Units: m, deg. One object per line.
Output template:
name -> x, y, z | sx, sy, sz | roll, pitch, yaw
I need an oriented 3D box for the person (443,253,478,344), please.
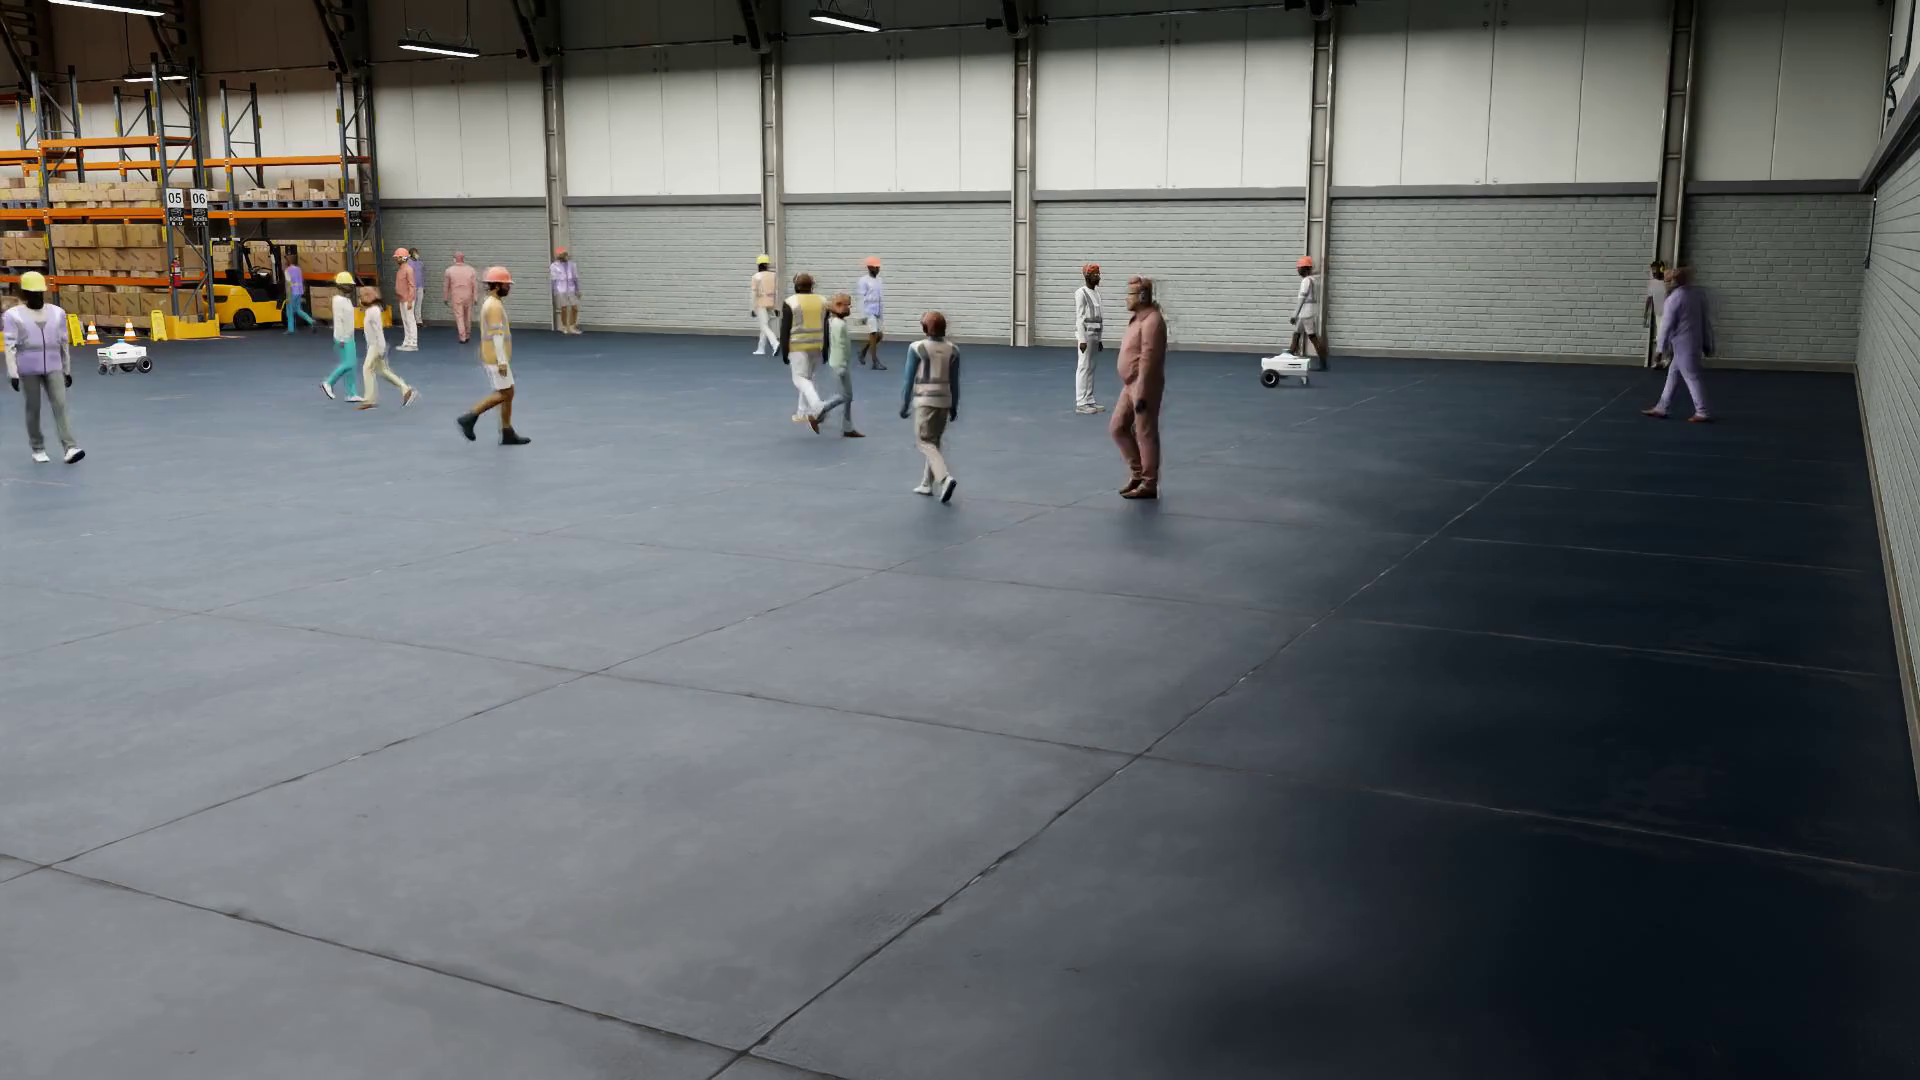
person -> -10.440, -5.050, 34.759 | 0.666, 1.858, 0.960 | -5, 11, -24

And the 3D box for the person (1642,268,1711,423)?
person -> 8.673, -2.339, 20.058 | 0.656, 1.835, 0.962 | -10, 14, -42

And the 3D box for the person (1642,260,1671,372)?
person -> 11.538, -3.672, 27.356 | 0.821, 1.822, 0.537 | -6, 12, -30

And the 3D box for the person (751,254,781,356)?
person -> -3.609, -4.380, 31.025 | 0.852, 1.902, 0.593 | 10, 14, 43

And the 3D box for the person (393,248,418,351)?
person -> -10.800, -4.679, 32.378 | 0.379, 1.996, 0.609 | -8, 13, -37

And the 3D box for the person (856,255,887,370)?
person -> -1.504, -3.805, 27.831 | 0.671, 1.920, 0.550 | 8, 13, 38

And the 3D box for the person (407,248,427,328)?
person -> -13.270, -6.132, 40.473 | 0.357, 1.938, 0.636 | 5, 12, 26

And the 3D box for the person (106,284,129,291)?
person -> -20.059, -5.916, 39.586 | 0.458, 1.823, 0.649 | 5, 11, 25

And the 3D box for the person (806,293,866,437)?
person -> -1.370, -1.918, 18.370 | 0.582, 1.613, 0.503 | -1, 10, -4

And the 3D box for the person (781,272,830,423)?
person -> -1.804, -2.265, 19.747 | 0.621, 1.819, 0.803 | -8, 13, -36

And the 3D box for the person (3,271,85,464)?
person -> -8.954, -1.664, 16.239 | 0.961, 1.876, 0.619 | 10, 14, 43

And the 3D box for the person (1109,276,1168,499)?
person -> 1.497, -1.281, 14.126 | 0.462, 1.889, 0.677 | -1, 10, -7

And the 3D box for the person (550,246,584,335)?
person -> -8.894, -5.622, 37.567 | 0.735, 1.996, 0.417 | -7, 13, -34

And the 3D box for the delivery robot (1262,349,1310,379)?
delivery robot -> 4.831, -2.585, 24.640 | 0.707, 0.478, 0.477 | 2, 11, 10

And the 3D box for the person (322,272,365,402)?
person -> -8.270, -2.713, 22.301 | 0.461, 1.754, 0.541 | 0, 10, -1

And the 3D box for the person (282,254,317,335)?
person -> -14.945, -5.522, 37.475 | 0.691, 1.824, 0.573 | 2, 11, 10

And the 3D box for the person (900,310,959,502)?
person -> -0.210, -1.141, 14.114 | 0.513, 1.614, 0.742 | -8, 13, -37

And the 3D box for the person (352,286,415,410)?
person -> -7.508, -2.494, 21.568 | 0.751, 1.606, 0.507 | -5, 11, -25

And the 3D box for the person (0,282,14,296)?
person -> -24.393, -6.463, 42.306 | 0.929, 1.931, 0.606 | 5, 11, 25

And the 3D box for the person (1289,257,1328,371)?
person -> 5.674, -3.732, 27.520 | 0.982, 1.885, 0.568 | 3, 11, 17

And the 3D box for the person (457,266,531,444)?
person -> -4.993, -1.948, 17.697 | 0.661, 1.917, 0.556 | -3, 11, -14

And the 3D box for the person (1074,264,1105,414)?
person -> 1.648, -2.549, 21.075 | 0.355, 1.883, 0.574 | 5, 12, 26

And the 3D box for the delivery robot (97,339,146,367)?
delivery robot -> -13.607, -3.018, 27.002 | 0.477, 0.478, 0.707 | 5, 12, 27
